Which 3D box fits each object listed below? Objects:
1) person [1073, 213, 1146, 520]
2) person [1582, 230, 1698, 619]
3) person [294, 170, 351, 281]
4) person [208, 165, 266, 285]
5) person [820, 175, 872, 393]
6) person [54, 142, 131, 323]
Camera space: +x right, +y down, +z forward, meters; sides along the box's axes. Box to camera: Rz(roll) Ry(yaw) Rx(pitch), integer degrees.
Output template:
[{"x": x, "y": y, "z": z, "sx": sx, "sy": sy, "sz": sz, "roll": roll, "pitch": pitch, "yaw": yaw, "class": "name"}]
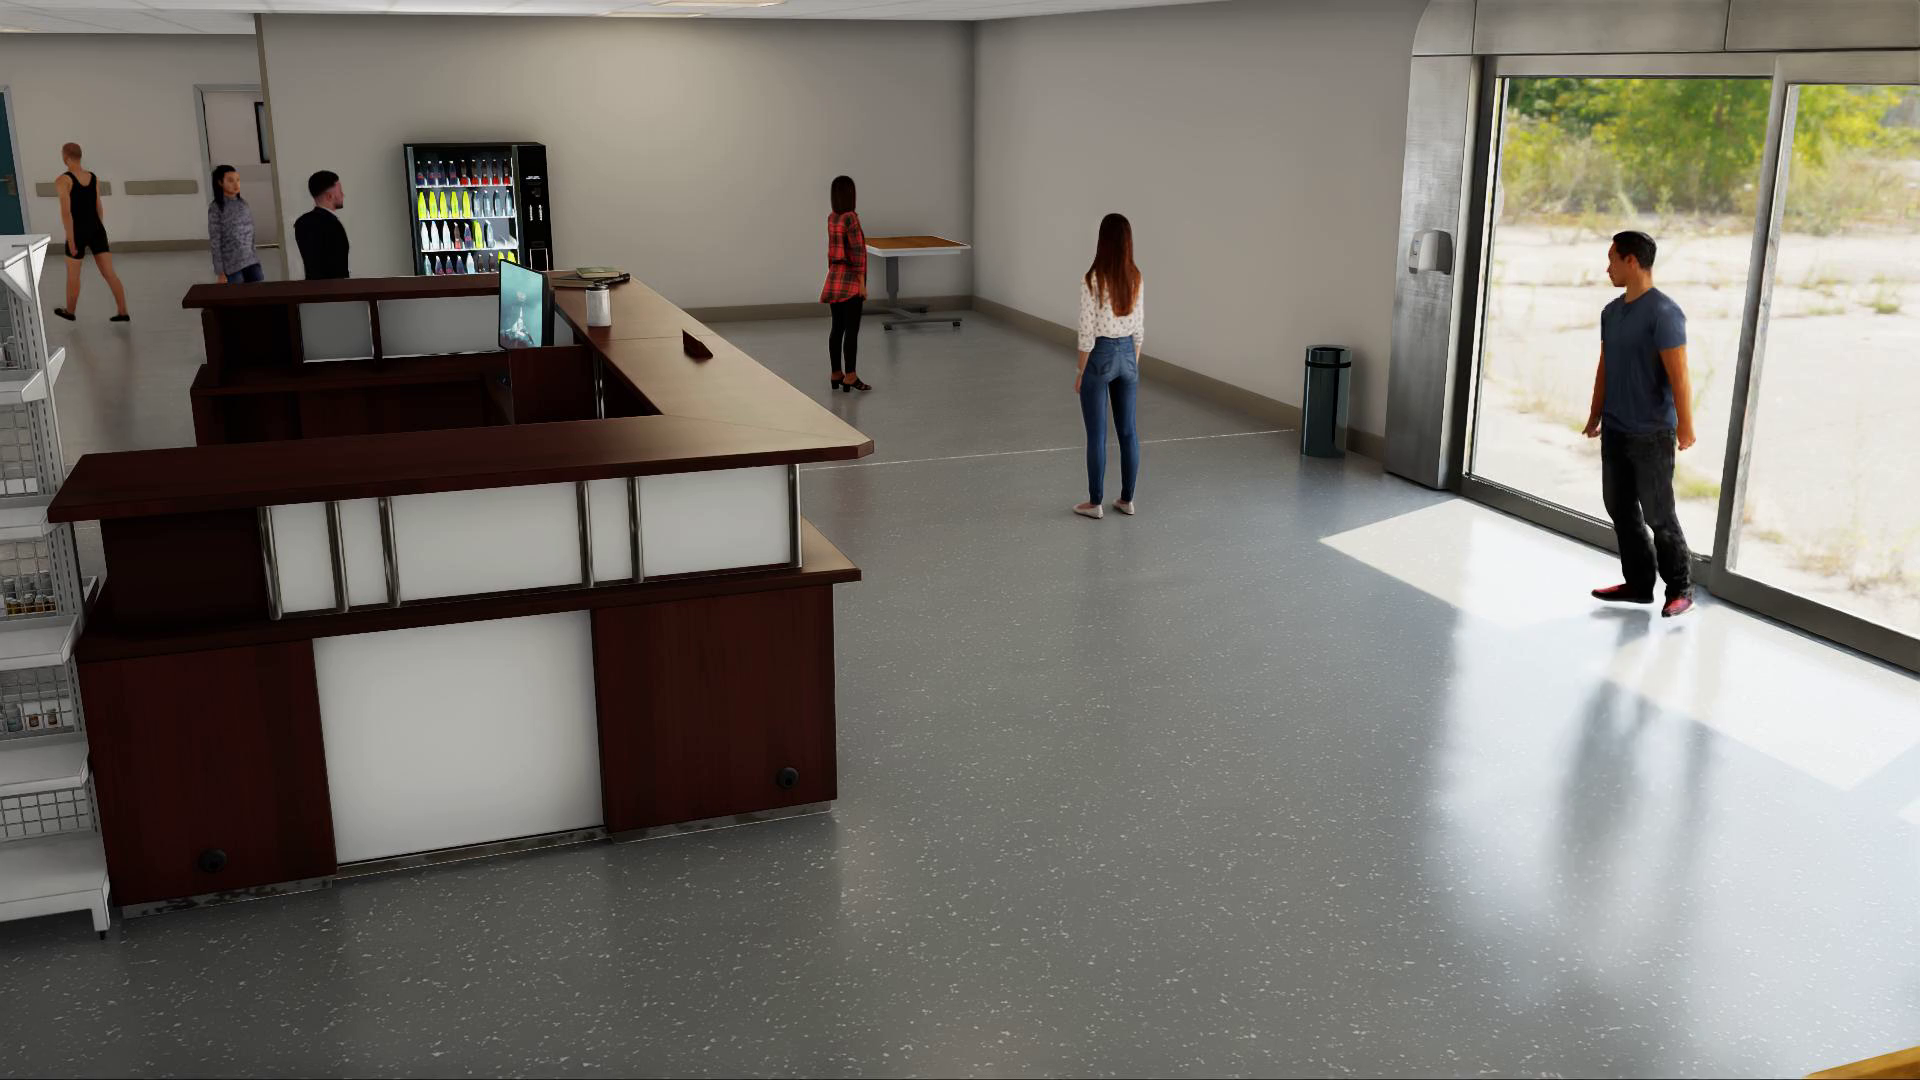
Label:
[{"x": 0.858, "y": -0.988, "z": 9.468, "sx": 0.463, "sy": 1.729, "sz": 0.646, "roll": -7, "pitch": 17, "yaw": -23, "class": "person"}, {"x": 3.229, "y": -0.516, "z": 7.727, "sx": 0.654, "sy": 1.767, "sz": 0.817, "roll": -8, "pitch": 18, "yaw": -27, "class": "person"}, {"x": -4.417, "y": -1.601, "z": 11.466, "sx": 0.923, "sy": 1.826, "sz": 1.039, "roll": 13, "pitch": 20, "yaw": 38, "class": "person"}, {"x": -6.261, "y": -2.336, "z": 14.266, "sx": 0.826, "sy": 1.720, "sz": 0.769, "roll": 7, "pitch": 17, "yaw": 22, "class": "person"}, {"x": -0.910, "y": -2.045, "z": 13.272, "sx": 0.628, "sy": 1.700, "sz": 0.667, "roll": -10, "pitch": 19, "yaw": -32, "class": "person"}, {"x": -8.603, "y": -2.991, "z": 16.516, "sx": 1.228, "sy": 1.760, "sz": 1.174, "roll": 7, "pitch": 17, "yaw": 25, "class": "person"}]
